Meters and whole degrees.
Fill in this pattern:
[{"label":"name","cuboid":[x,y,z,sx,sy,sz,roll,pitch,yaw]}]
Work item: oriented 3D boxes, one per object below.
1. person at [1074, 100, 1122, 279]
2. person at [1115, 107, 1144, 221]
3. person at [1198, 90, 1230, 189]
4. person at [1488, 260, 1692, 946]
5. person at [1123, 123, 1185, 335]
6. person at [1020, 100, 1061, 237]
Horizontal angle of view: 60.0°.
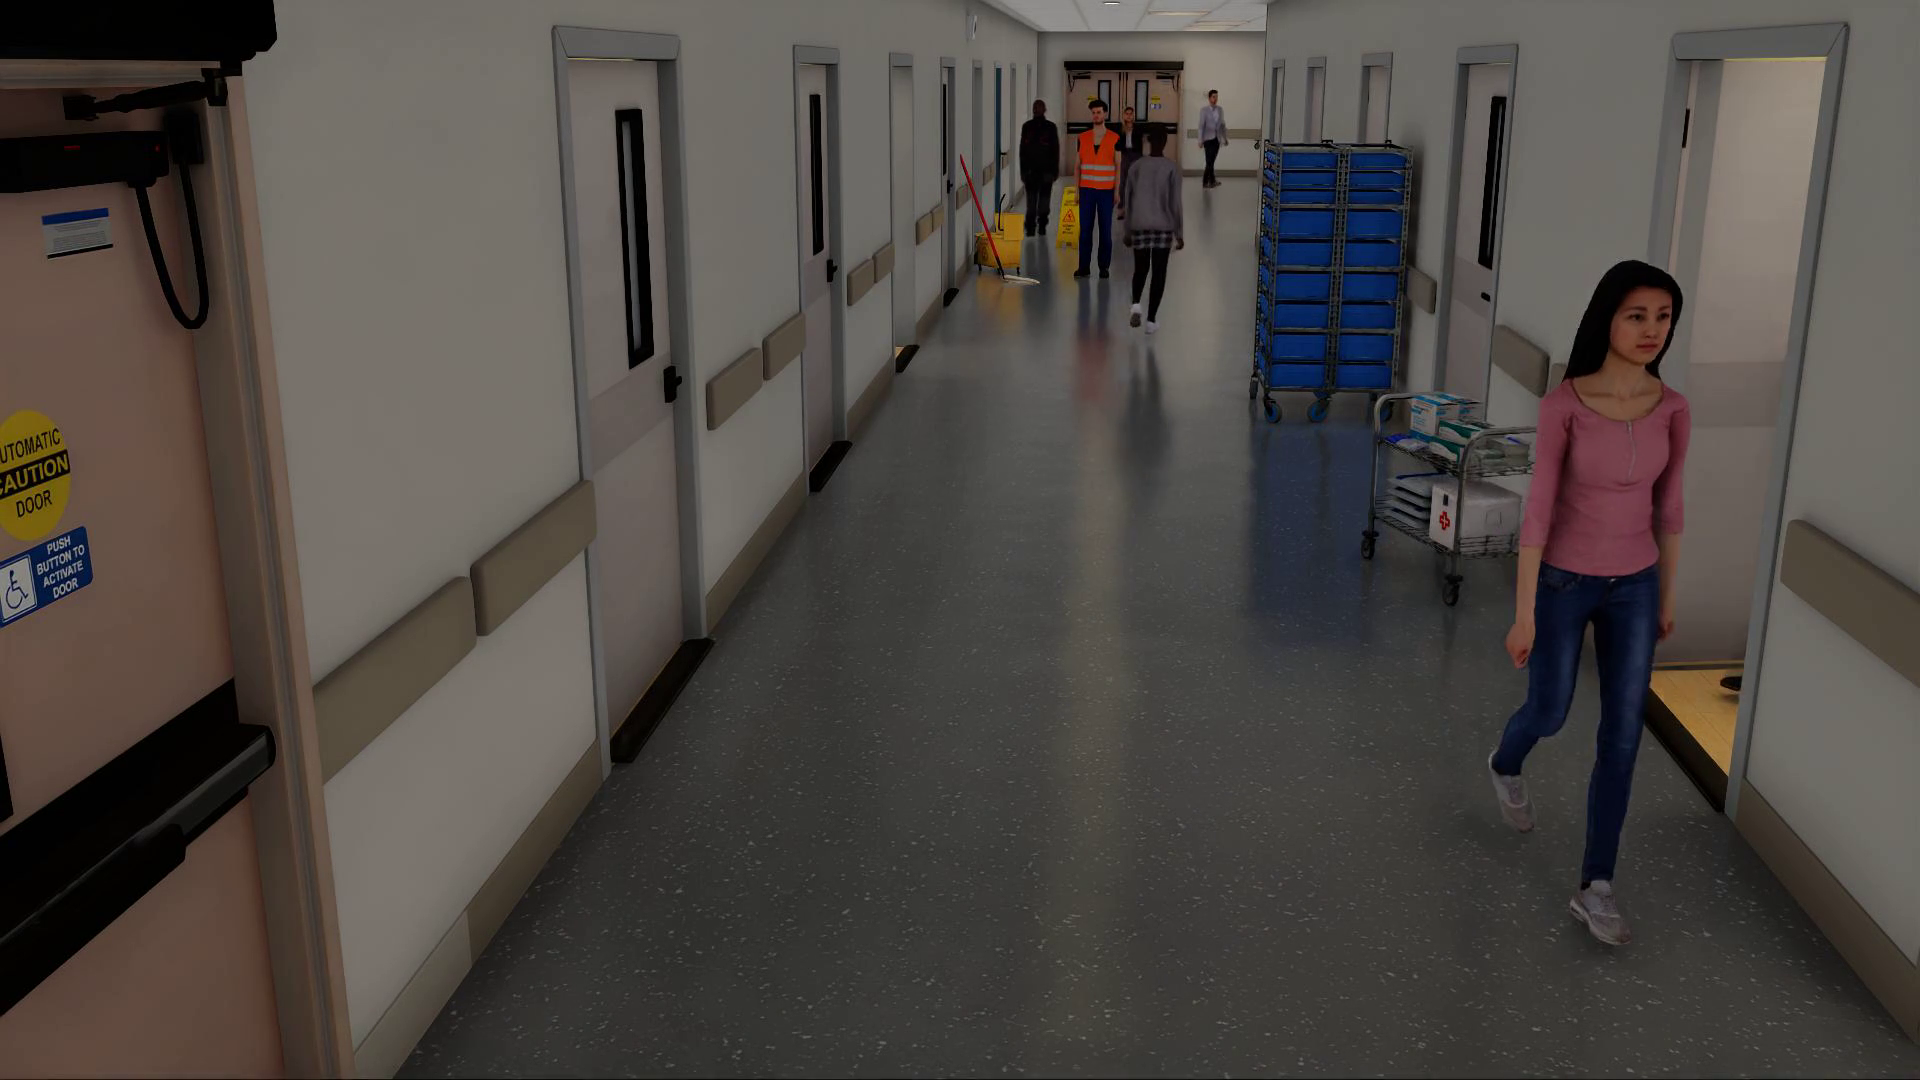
[{"label":"person","cuboid":[1.500,-3.829,18.137,0.723,1.888,0.693,5,16,16]},{"label":"person","cuboid":[2.550,-5.682,25.115,0.581,1.667,0.531,1,16,2]},{"label":"person","cuboid":[4.743,-7.603,31.649,1.016,1.820,1.168,-8,18,-27]},{"label":"person","cuboid":[1.638,0.127,4.418,0.705,1.717,1.092,-1,16,-4]},{"label":"person","cuboid":[1.603,-2.611,14.067,0.766,1.751,0.848,6,17,19]},{"label":"person","cuboid":[1.084,-4.988,22.435,0.758,1.786,1.187,3,16,9]}]
